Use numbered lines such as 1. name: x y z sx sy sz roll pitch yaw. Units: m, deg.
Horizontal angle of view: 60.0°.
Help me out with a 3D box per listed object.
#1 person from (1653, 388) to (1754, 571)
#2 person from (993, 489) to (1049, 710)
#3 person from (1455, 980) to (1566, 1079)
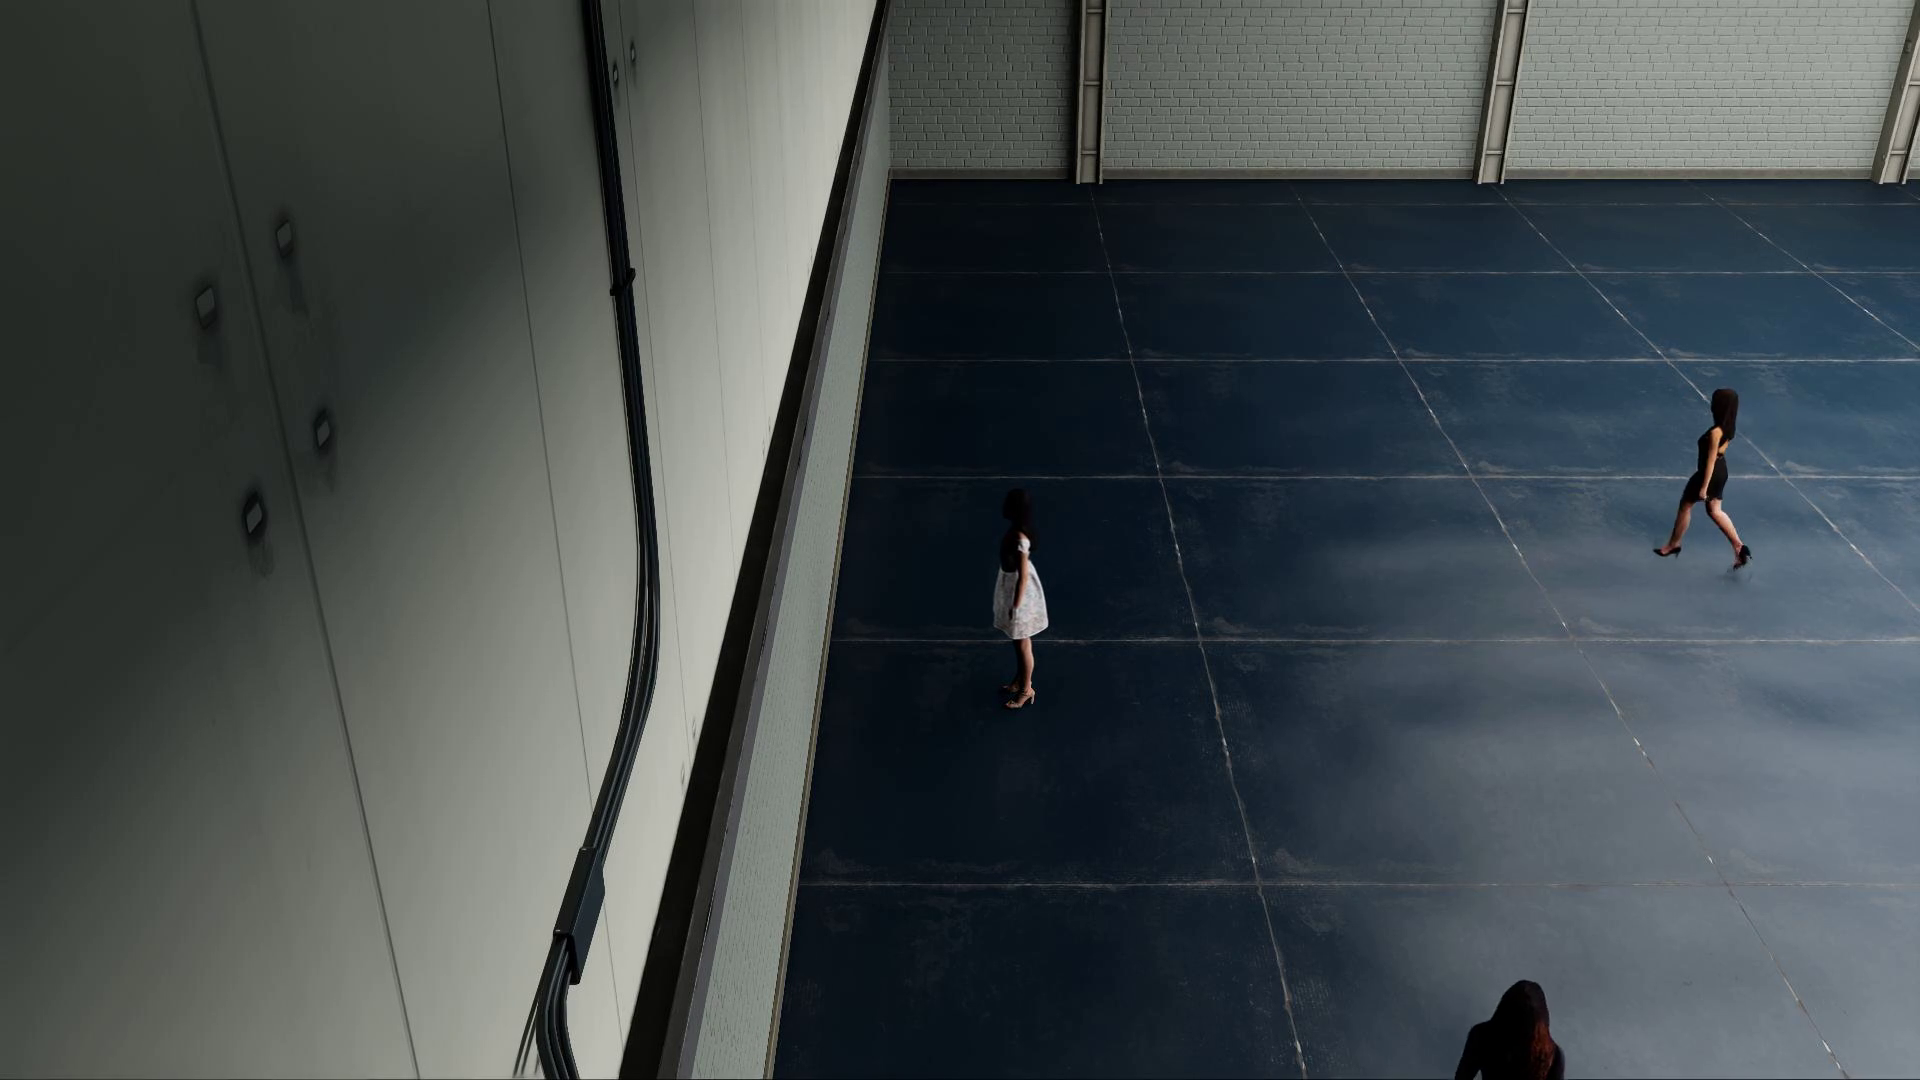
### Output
1. person: 6.398 -0.473 14.004 1.075 1.625 0.992 24 36 37
2. person: 0.421 0.427 12.157 0.628 1.774 0.645 1 28 2
3. person: 2.575 2.796 7.866 0.744 1.624 0.836 13 31 24
